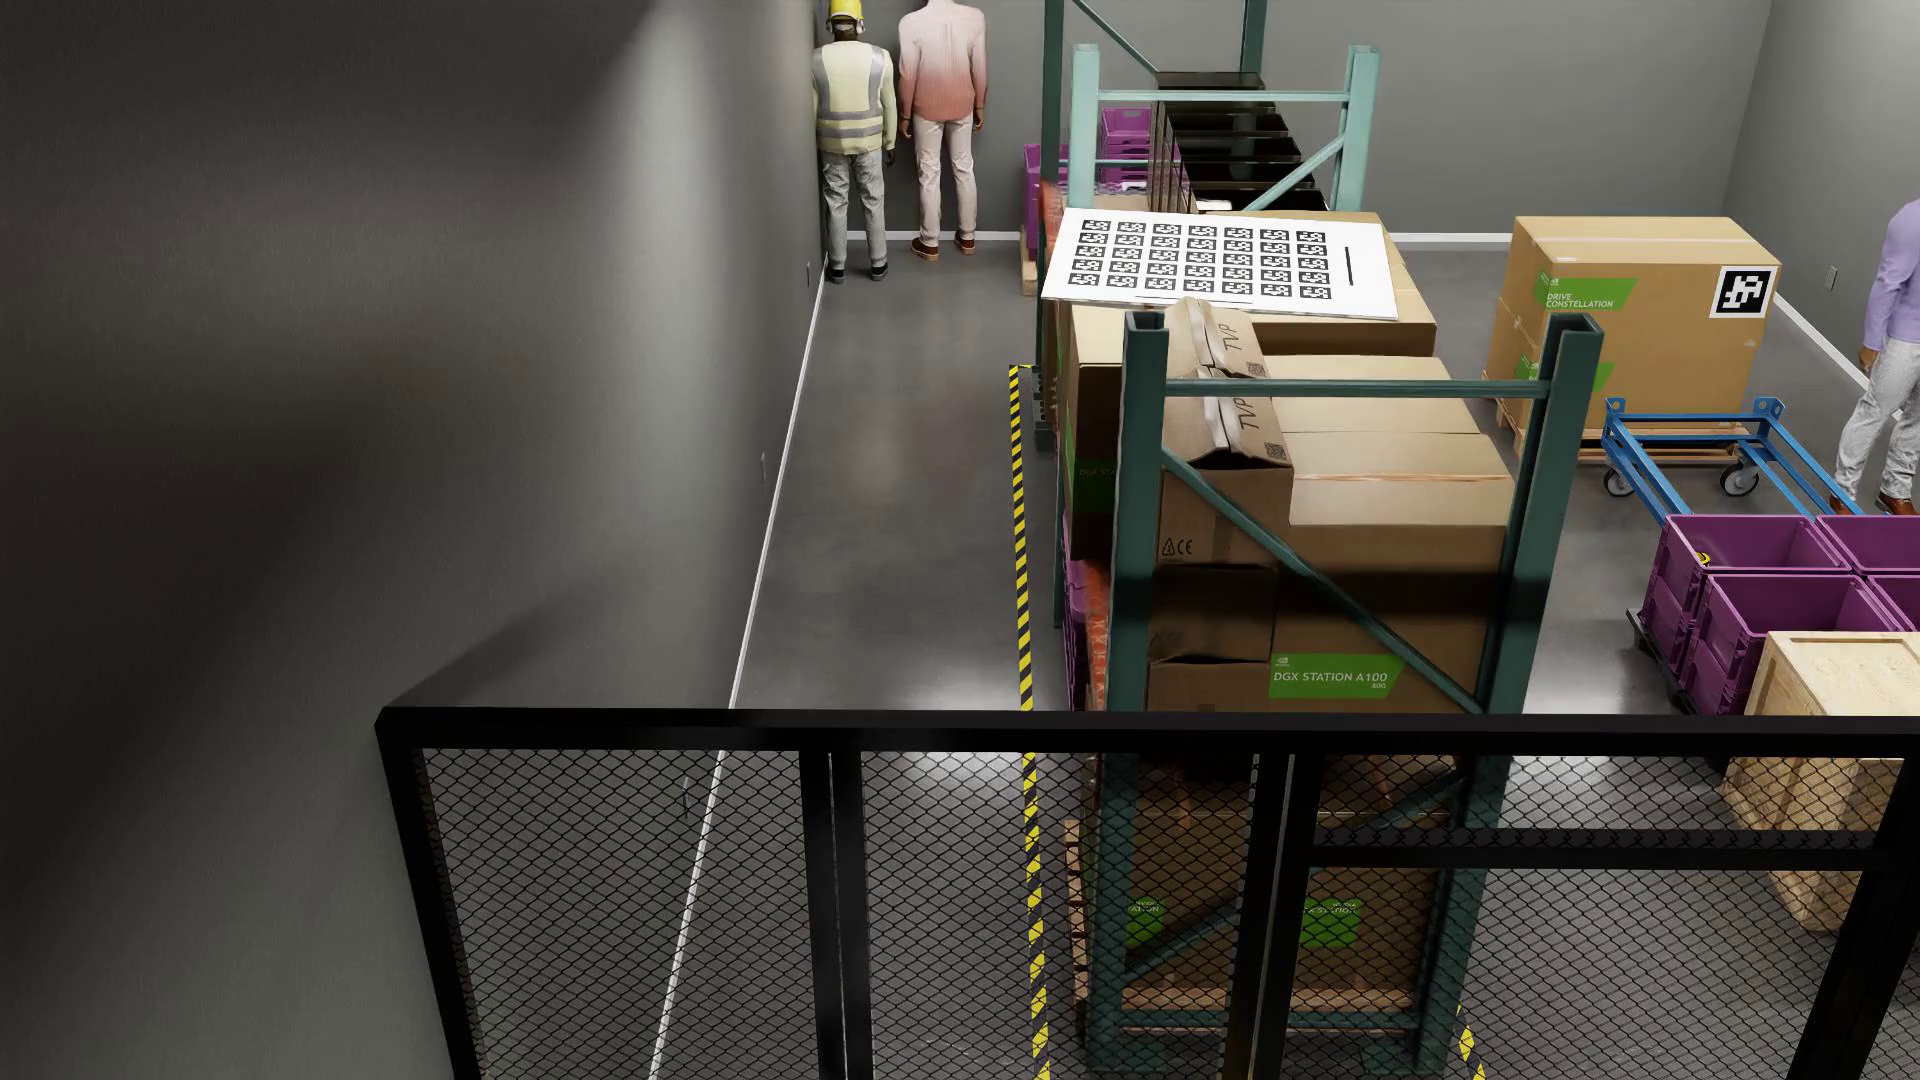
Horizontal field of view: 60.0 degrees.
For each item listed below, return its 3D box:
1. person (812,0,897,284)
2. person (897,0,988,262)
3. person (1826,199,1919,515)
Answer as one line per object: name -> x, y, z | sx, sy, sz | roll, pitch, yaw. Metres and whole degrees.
person -> -0.696, -2.525, 10.523 | 0.598, 1.818, 0.403 | -4, 31, -6
person -> -0.125, -2.825, 10.854 | 0.623, 1.992, 0.397 | -13, 33, -20
person -> 4.525, -0.940, 7.779 | 0.635, 1.934, 0.359 | -1, 31, -2
